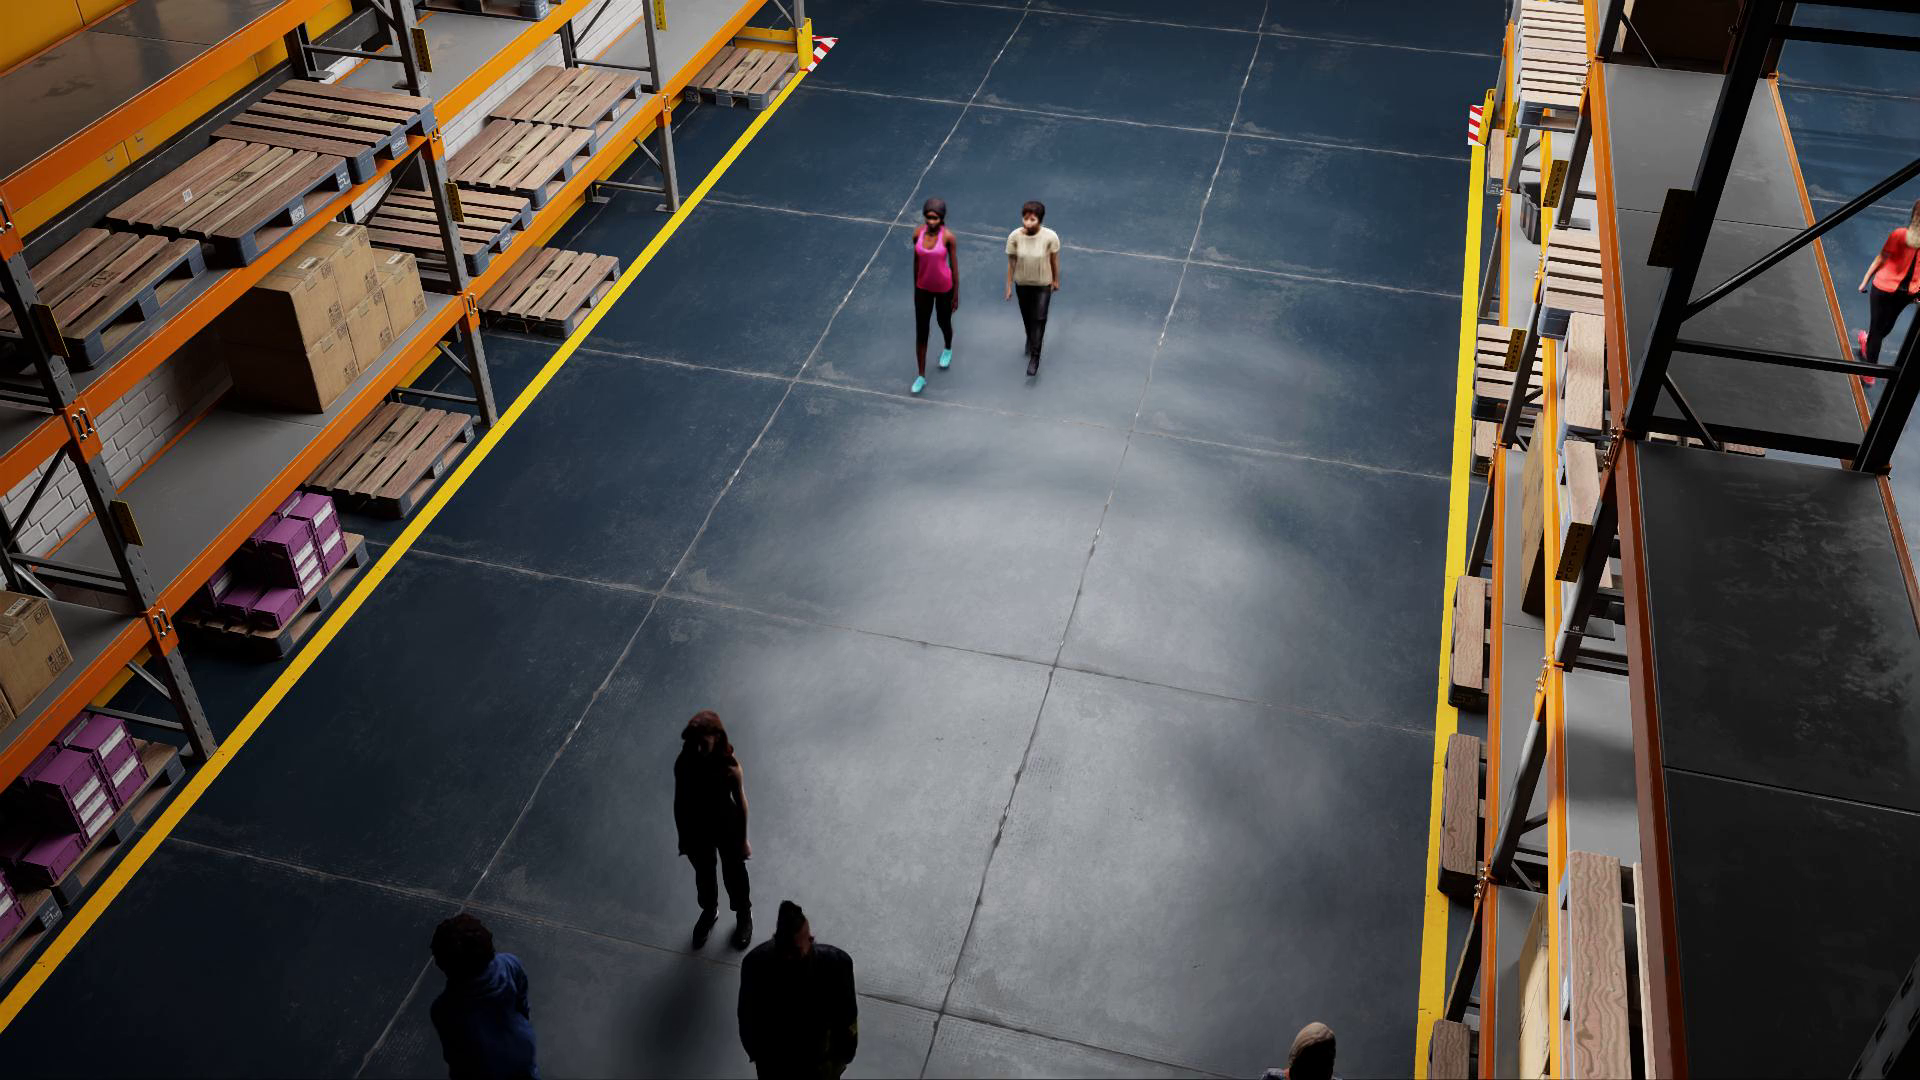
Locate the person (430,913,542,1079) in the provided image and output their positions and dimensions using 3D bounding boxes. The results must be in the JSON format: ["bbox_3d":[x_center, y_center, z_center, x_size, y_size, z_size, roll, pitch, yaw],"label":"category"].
[{"bbox_3d":[-2.258,2.568,8.218,1.075,1.781,1.064,-30,47,-32],"label":"person"}]

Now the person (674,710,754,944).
[{"bbox_3d":[-1.387,1.619,9.432,0.614,1.748,0.581,2,39,3],"label":"person"}]

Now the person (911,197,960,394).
[{"bbox_3d":[-0.178,-2.164,14.209,0.592,1.699,0.958,11,40,13],"label":"person"}]

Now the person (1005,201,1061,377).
[{"bbox_3d":[0.651,-2.265,14.449,0.592,1.557,0.918,9,39,11],"label":"person"}]

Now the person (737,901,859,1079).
[{"bbox_3d":[-0.795,2.457,8.293,0.818,1.861,0.777,1,39,1],"label":"person"}]

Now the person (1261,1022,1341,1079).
[{"bbox_3d":[1.554,2.916,7.840,0.595,1.709,0.655,10,40,12],"label":"person"}]

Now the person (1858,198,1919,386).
[{"bbox_3d":[7.972,-2.086,14.138,0.730,1.666,1.001,3,39,4],"label":"person"}]
